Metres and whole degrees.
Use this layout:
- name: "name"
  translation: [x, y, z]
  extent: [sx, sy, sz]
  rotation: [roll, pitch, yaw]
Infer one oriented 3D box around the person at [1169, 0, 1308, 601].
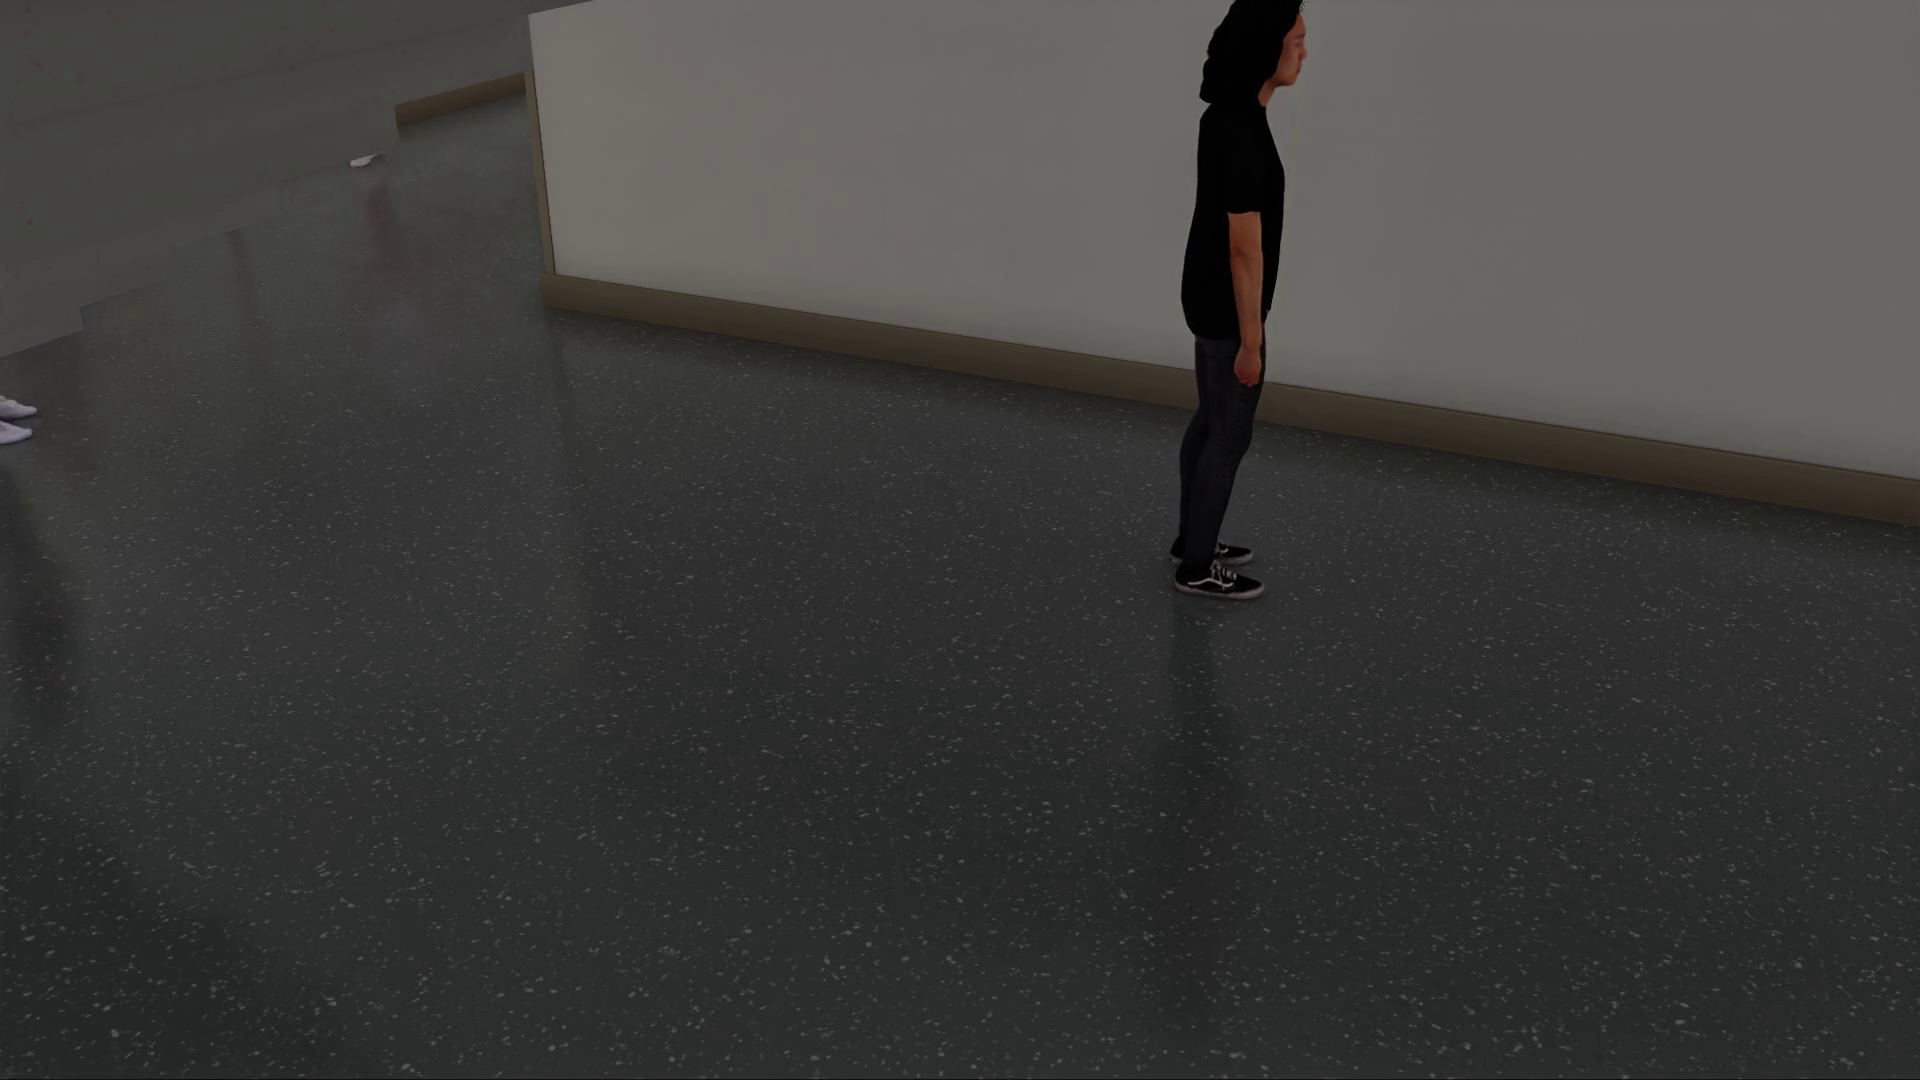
- name: "person"
  translation: [0.786, -0.705, 4.927]
  extent: [0.691, 1.827, 0.707]
  rotation: [-1, 26, -2]
